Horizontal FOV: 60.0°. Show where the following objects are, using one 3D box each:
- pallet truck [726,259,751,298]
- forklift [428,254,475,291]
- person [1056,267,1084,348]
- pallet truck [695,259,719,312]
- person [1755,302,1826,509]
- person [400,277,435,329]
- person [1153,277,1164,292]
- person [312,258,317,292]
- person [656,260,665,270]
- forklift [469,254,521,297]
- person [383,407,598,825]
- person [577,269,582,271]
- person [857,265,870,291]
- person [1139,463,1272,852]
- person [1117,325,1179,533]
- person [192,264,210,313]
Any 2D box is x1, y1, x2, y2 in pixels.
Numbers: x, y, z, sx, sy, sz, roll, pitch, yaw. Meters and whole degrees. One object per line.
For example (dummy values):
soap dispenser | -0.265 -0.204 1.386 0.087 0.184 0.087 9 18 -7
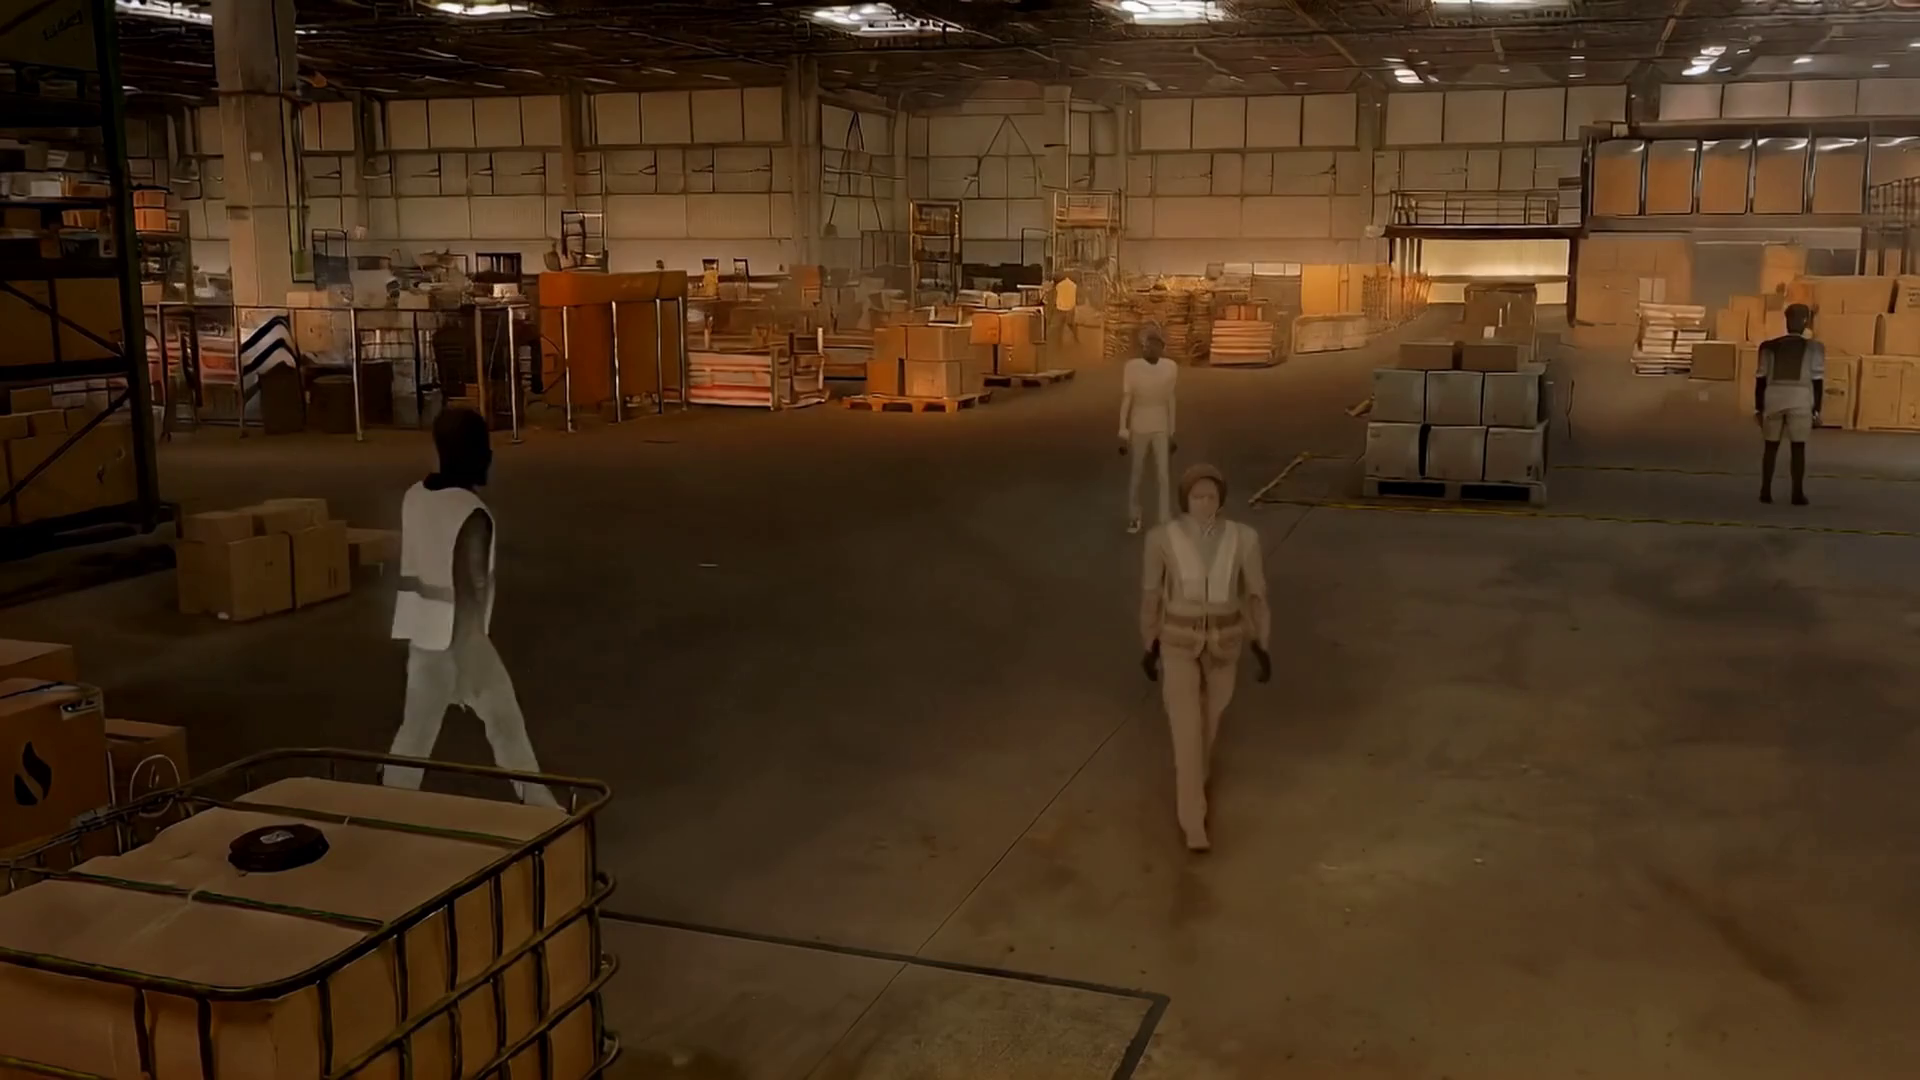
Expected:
pallet truck | -7.986 -9.493 62.019 0.823 1.965 1.885 3 11 17
forklift | -20.133 -10.254 65.465 1.157 1.987 2.680 3 11 19
person | 2.696 -5.710 40.800 0.647 1.959 0.905 8 13 39
pallet truck | -9.165 -9.627 62.776 0.823 1.965 1.885 4 11 23
person | 7.900 -1.278 15.861 0.627 1.964 0.379 8 13 37
person | -10.278 -4.069 31.799 0.863 1.872 0.680 5 11 27
person | 4.713 -5.411 39.744 0.289 1.746 0.486 3 11 16
person | -24.635 -9.710 63.251 0.382 1.995 0.612 -3 10 -16
person | -9.730 -8.066 53.996 1.036 1.986 0.632 7 12 33
forklift | -17.990 -10.121 64.684 1.157 1.987 2.680 3 11 17
person | -1.989 0.393 6.730 0.593 1.864 0.986 9 13 41
person | -13.525 -8.897 59.337 0.328 1.761 0.523 6 12 30
person | -2.722 -6.859 47.350 0.353 1.939 0.544 4 11 20
person | 1.033 0.469 7.042 0.528 1.590 0.865 -1 10 -4
person | 1.635 -0.919 14.261 0.565 1.823 0.775 -1 10 -6
person | -28.173 -9.347 61.763 0.629 1.799 0.684 -2 10 -9
